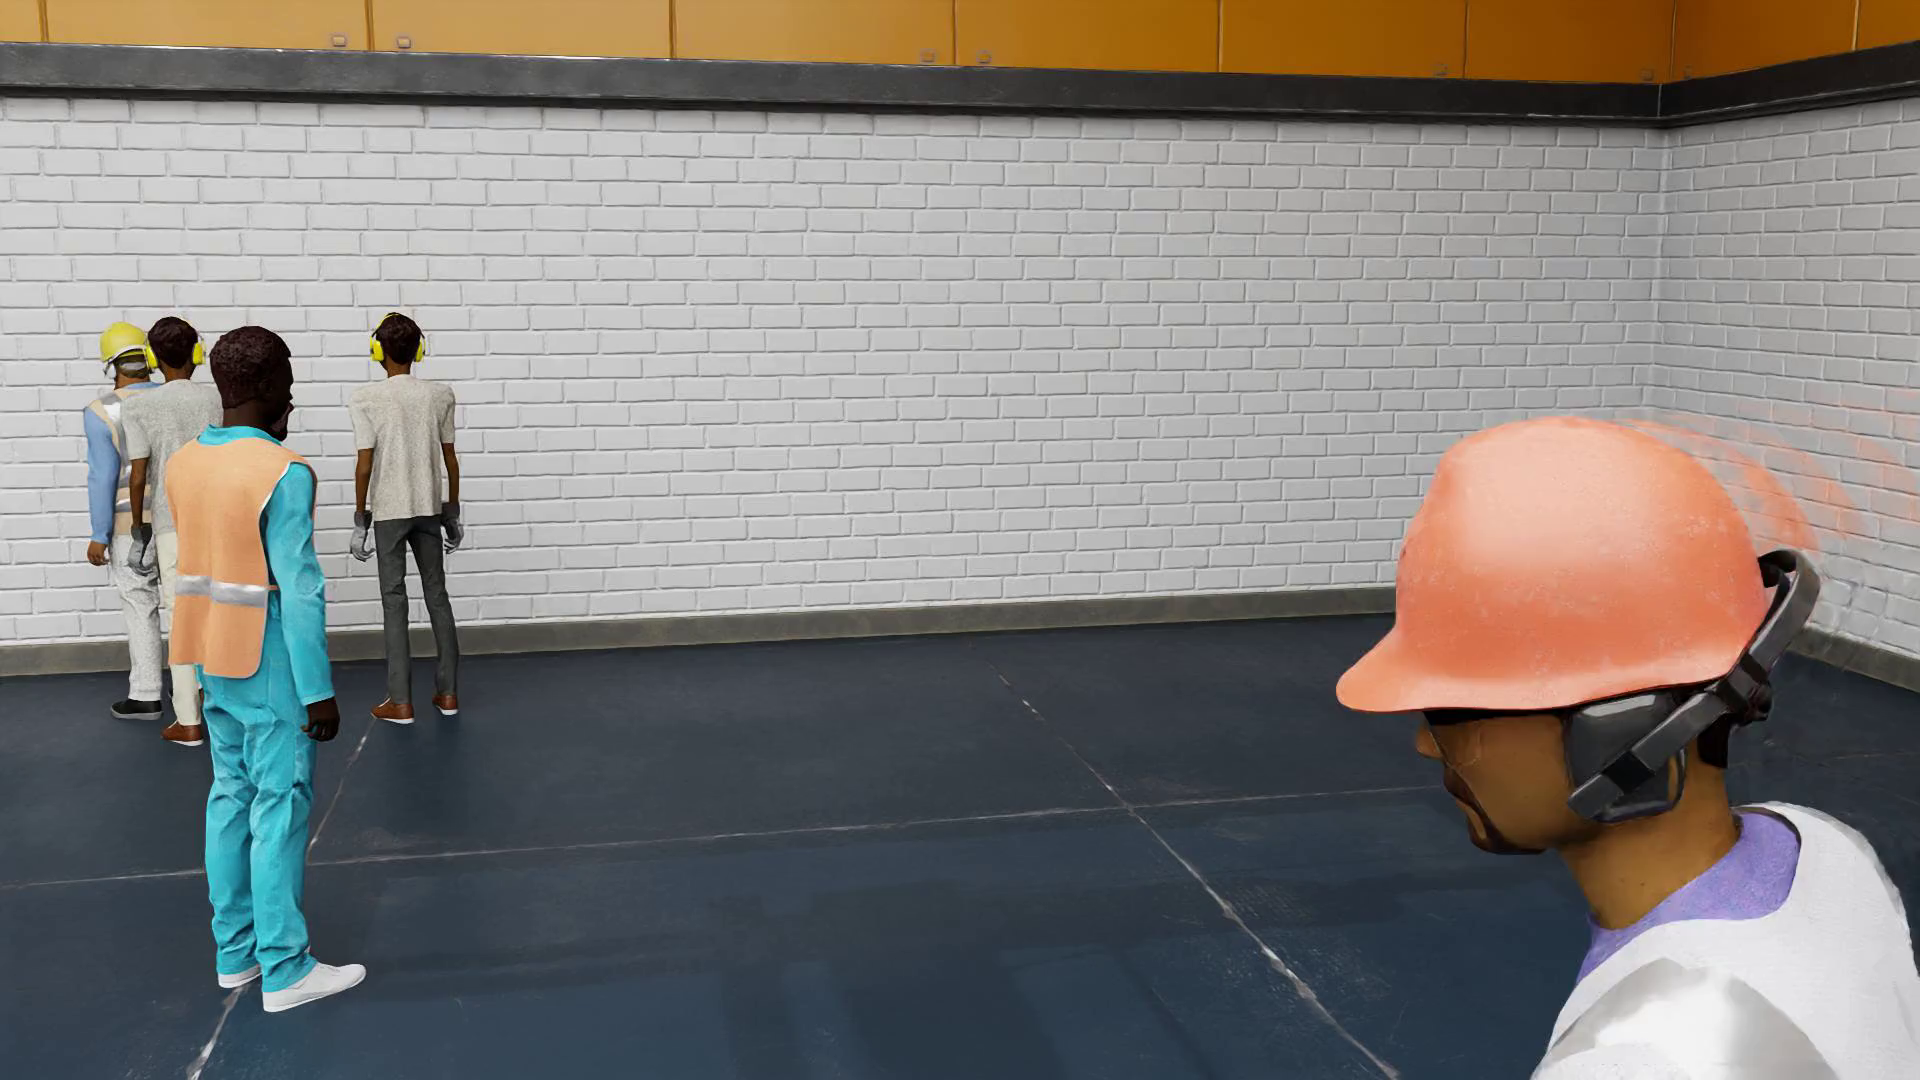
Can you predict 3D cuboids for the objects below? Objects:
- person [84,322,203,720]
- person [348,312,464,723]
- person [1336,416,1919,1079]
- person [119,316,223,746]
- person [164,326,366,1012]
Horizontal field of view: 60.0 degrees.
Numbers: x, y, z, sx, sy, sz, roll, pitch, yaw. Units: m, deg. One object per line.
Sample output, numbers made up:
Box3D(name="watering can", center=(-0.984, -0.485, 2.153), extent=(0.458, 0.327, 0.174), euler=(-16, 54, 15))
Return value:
Box3D(name="person", center=(-3.753, -0.086, 7.661), extent=(0.404, 1.824, 0.586), euler=(5, 10, 27))
Box3D(name="person", center=(-2.533, -0.099, 7.600), extent=(0.535, 1.869, 0.314), euler=(-8, 12, -41))
Box3D(name="person", center=(0.586, 0.883, 1.338), extent=(1.101, 1.956, 0.615), euler=(5, 11, 29))
Box3D(name="person", center=(-3.354, -0.036, 7.238), extent=(0.517, 1.864, 0.334), euler=(-8, 12, -39))
Box3D(name="person", center=(-1.980, 0.363, 4.670), extent=(0.587, 1.910, 0.397), euler=(7, 11, 35))
